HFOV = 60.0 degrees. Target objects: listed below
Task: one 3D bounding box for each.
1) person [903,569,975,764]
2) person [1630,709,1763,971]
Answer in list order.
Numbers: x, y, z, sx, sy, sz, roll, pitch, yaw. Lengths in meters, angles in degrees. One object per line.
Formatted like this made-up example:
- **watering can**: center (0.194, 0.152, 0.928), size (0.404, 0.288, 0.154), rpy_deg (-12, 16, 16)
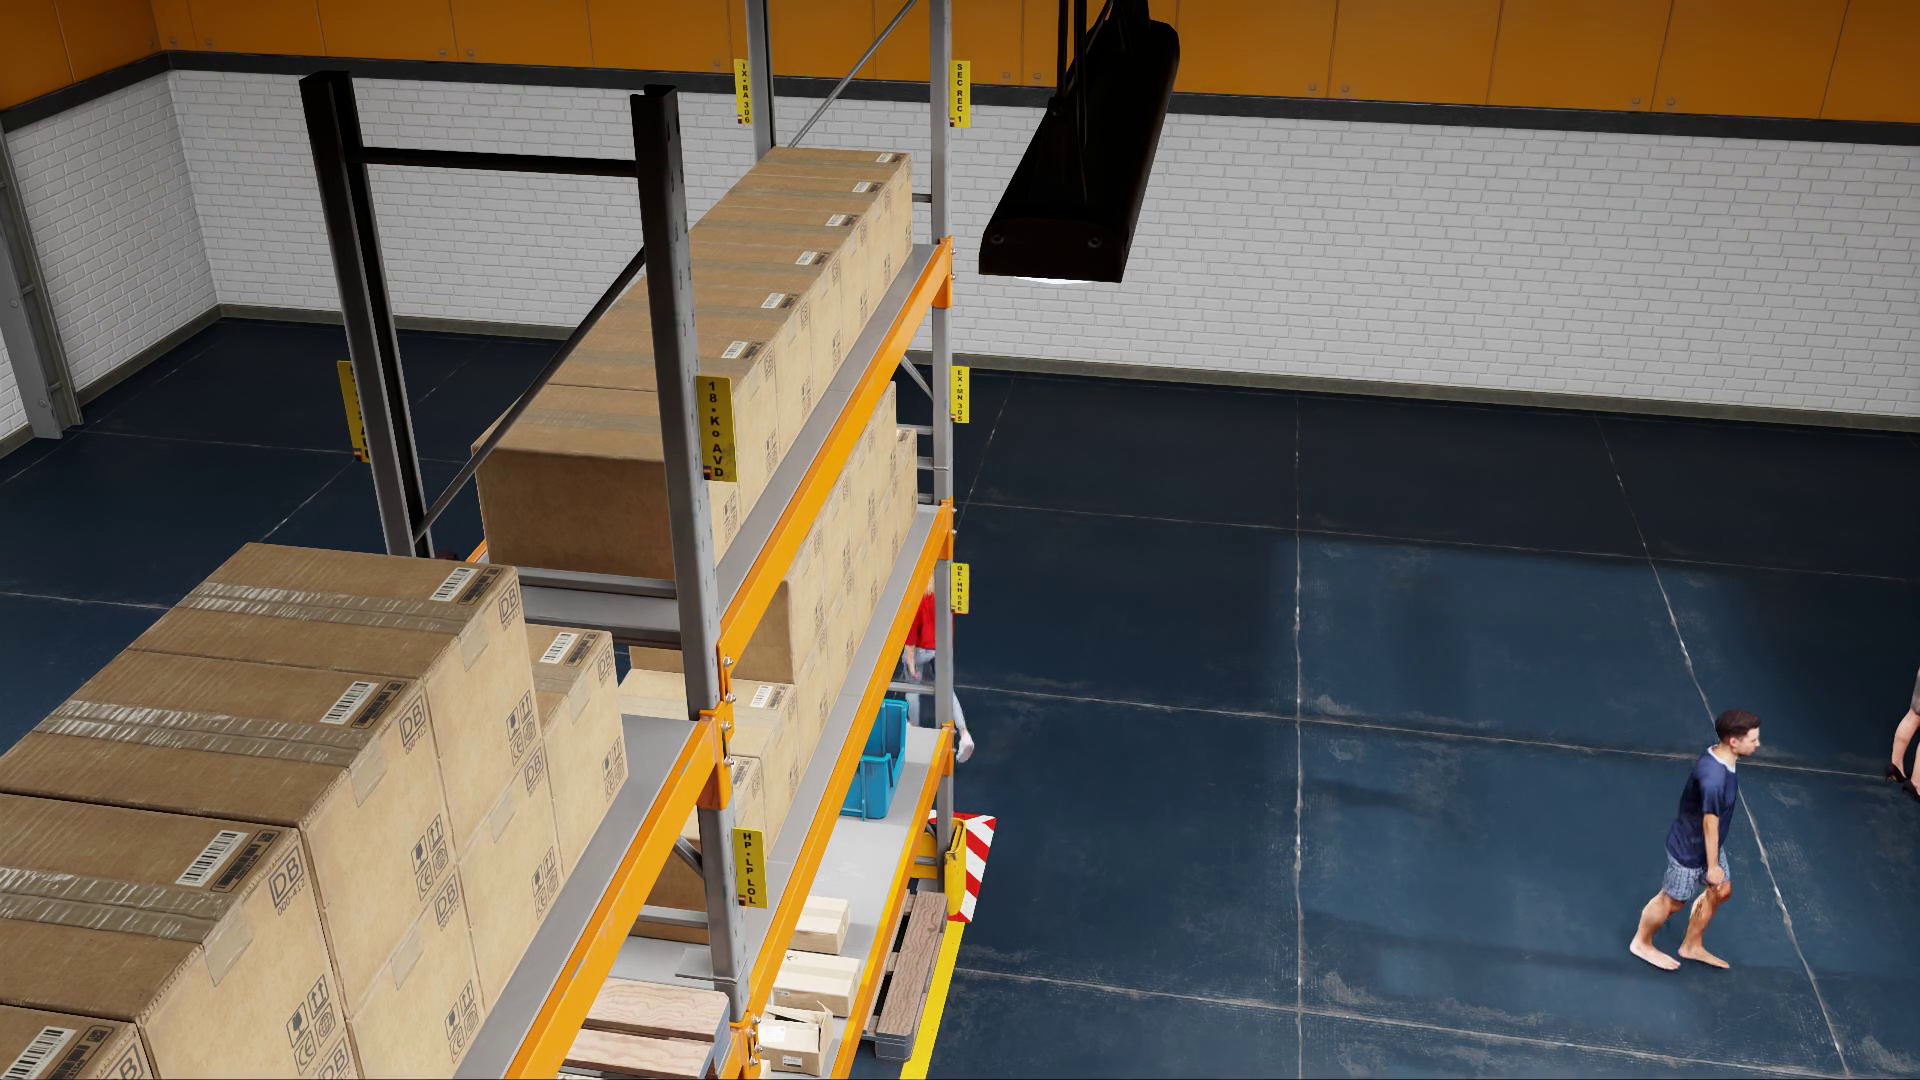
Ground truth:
- **person**: center (-0.170, 0.791, 11.466), size (1.040, 1.683, 1.082), rpy_deg (-20, 35, -32)
- **person**: center (4.167, 1.724, 9.604), size (0.870, 1.826, 0.838), rpy_deg (20, 35, 33)
